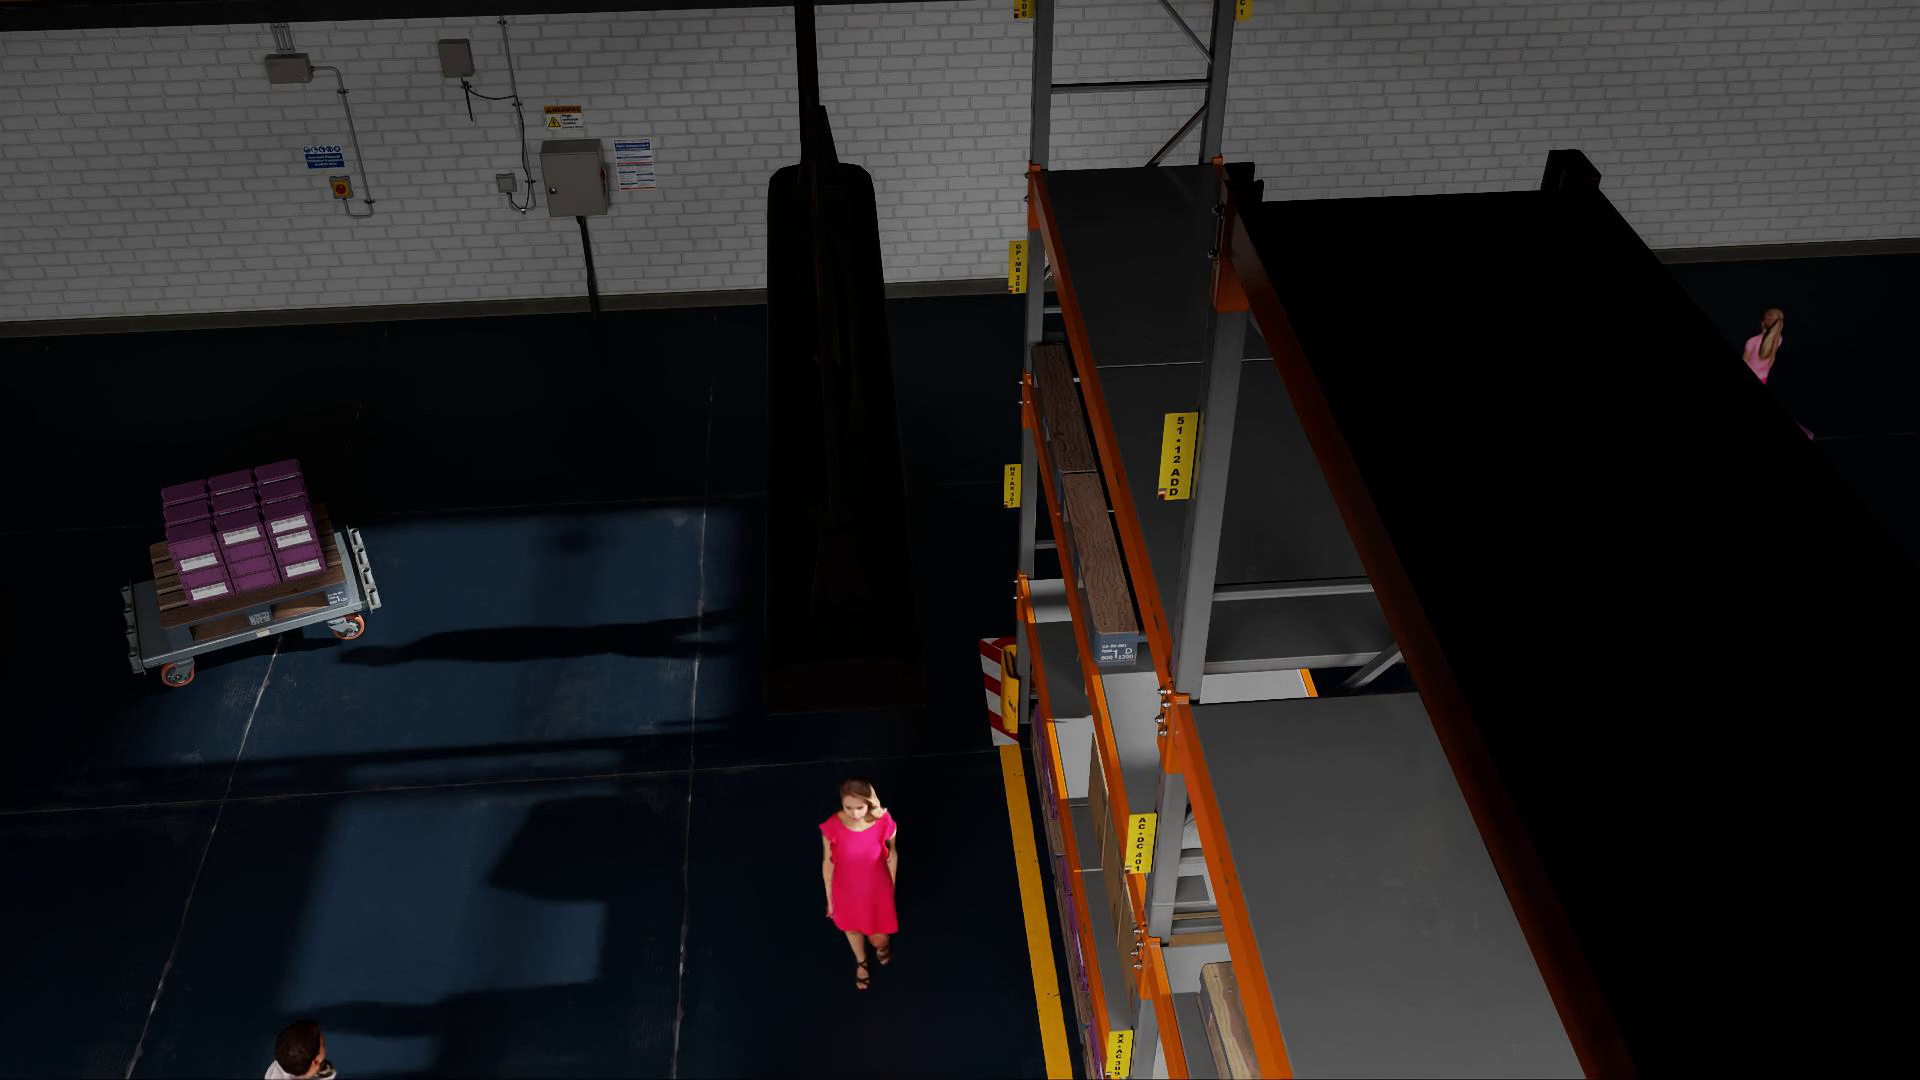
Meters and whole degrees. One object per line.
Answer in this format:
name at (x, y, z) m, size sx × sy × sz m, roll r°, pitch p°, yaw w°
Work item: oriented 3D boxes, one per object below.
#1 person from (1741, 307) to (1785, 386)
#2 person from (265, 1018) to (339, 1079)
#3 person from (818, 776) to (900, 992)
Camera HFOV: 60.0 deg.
person at (6.428, -1.317, 13.481) m, size 0.504 × 1.271 × 0.518 m, roll -9°, pitch 40°, yaw -12°
person at (-2.905, 2.865, 7.779) m, size 0.752 × 1.853 × 0.719 m, roll 12°, pitch 40°, yaw 15°
person at (-0.540, 1.838, 9.171) m, size 0.599 × 1.719 × 0.679 m, roll 0°, pitch 39°, yaw 1°
